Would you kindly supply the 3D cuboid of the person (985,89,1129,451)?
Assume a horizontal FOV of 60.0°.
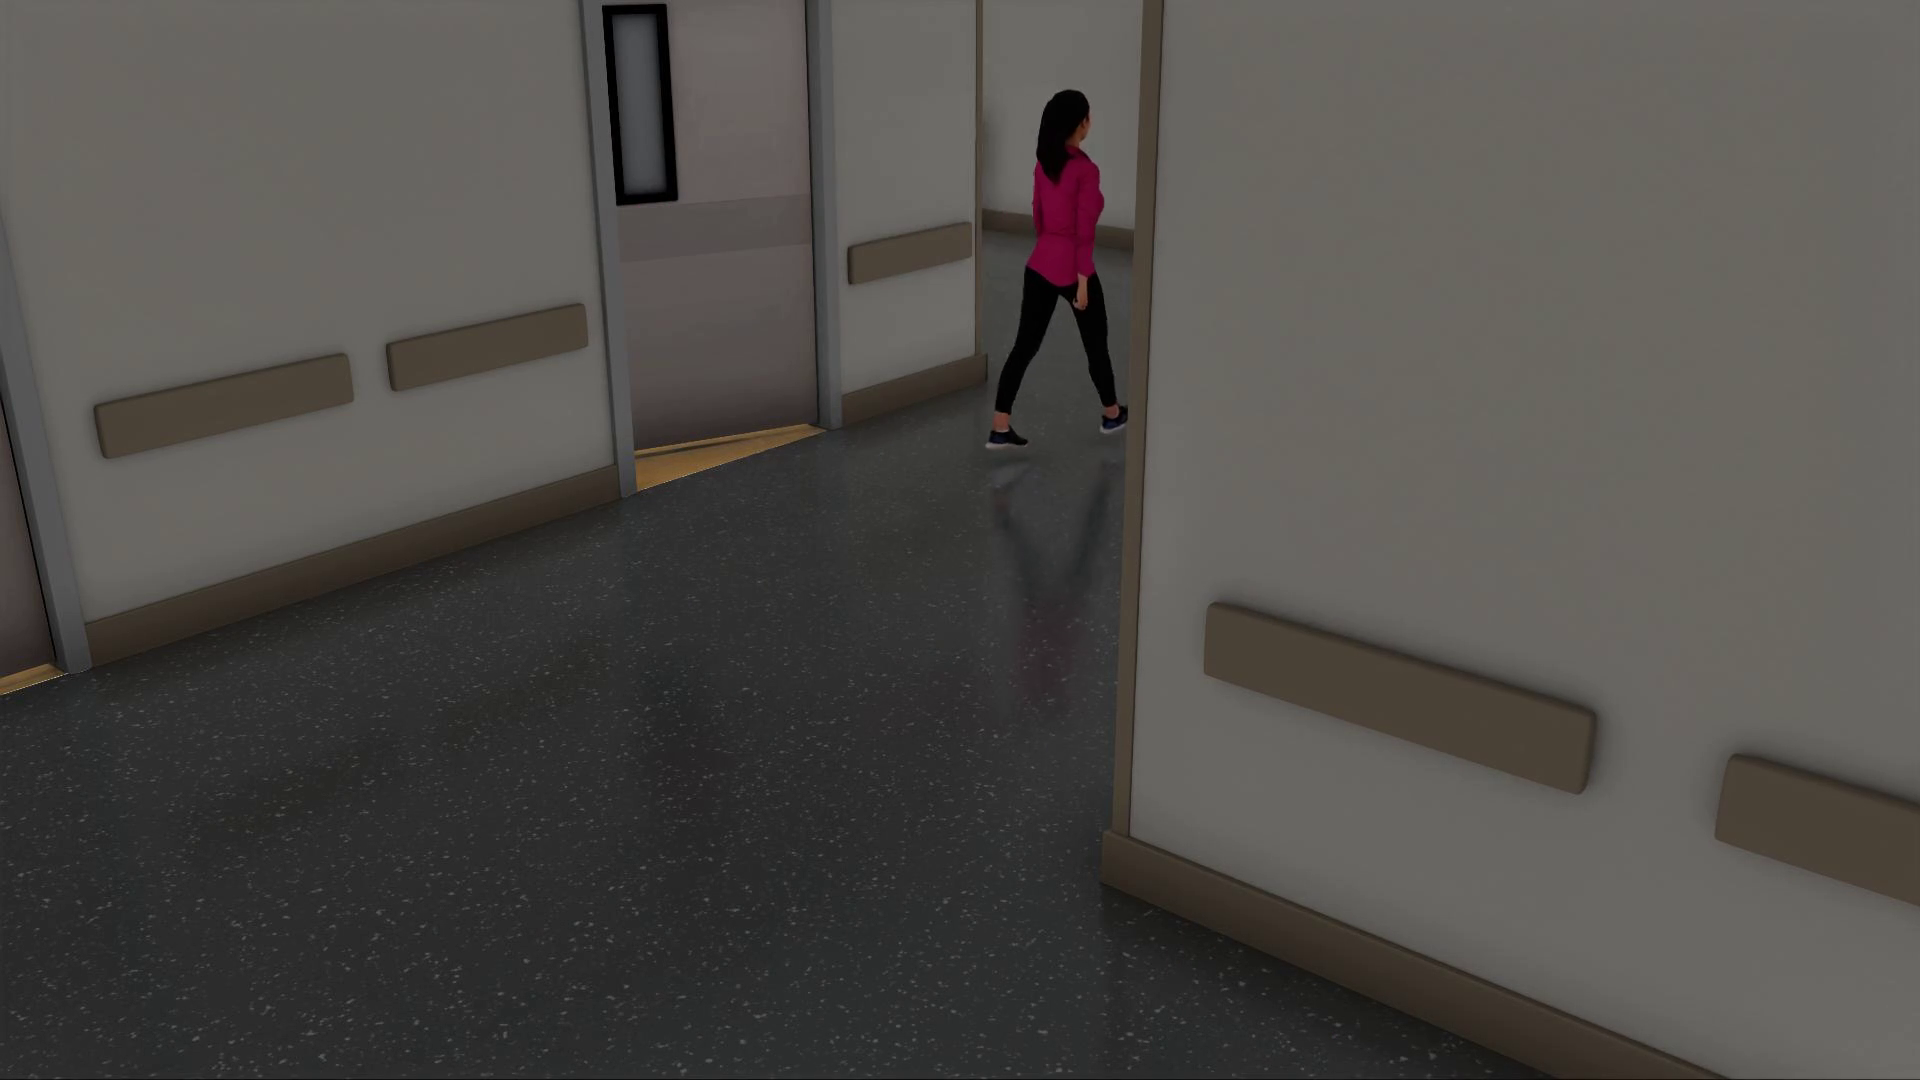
[{"bbox_3d":[0.397,-1.187,7.711,1.171,1.652,0.685,-18,27,-39],"label":"person"}]
